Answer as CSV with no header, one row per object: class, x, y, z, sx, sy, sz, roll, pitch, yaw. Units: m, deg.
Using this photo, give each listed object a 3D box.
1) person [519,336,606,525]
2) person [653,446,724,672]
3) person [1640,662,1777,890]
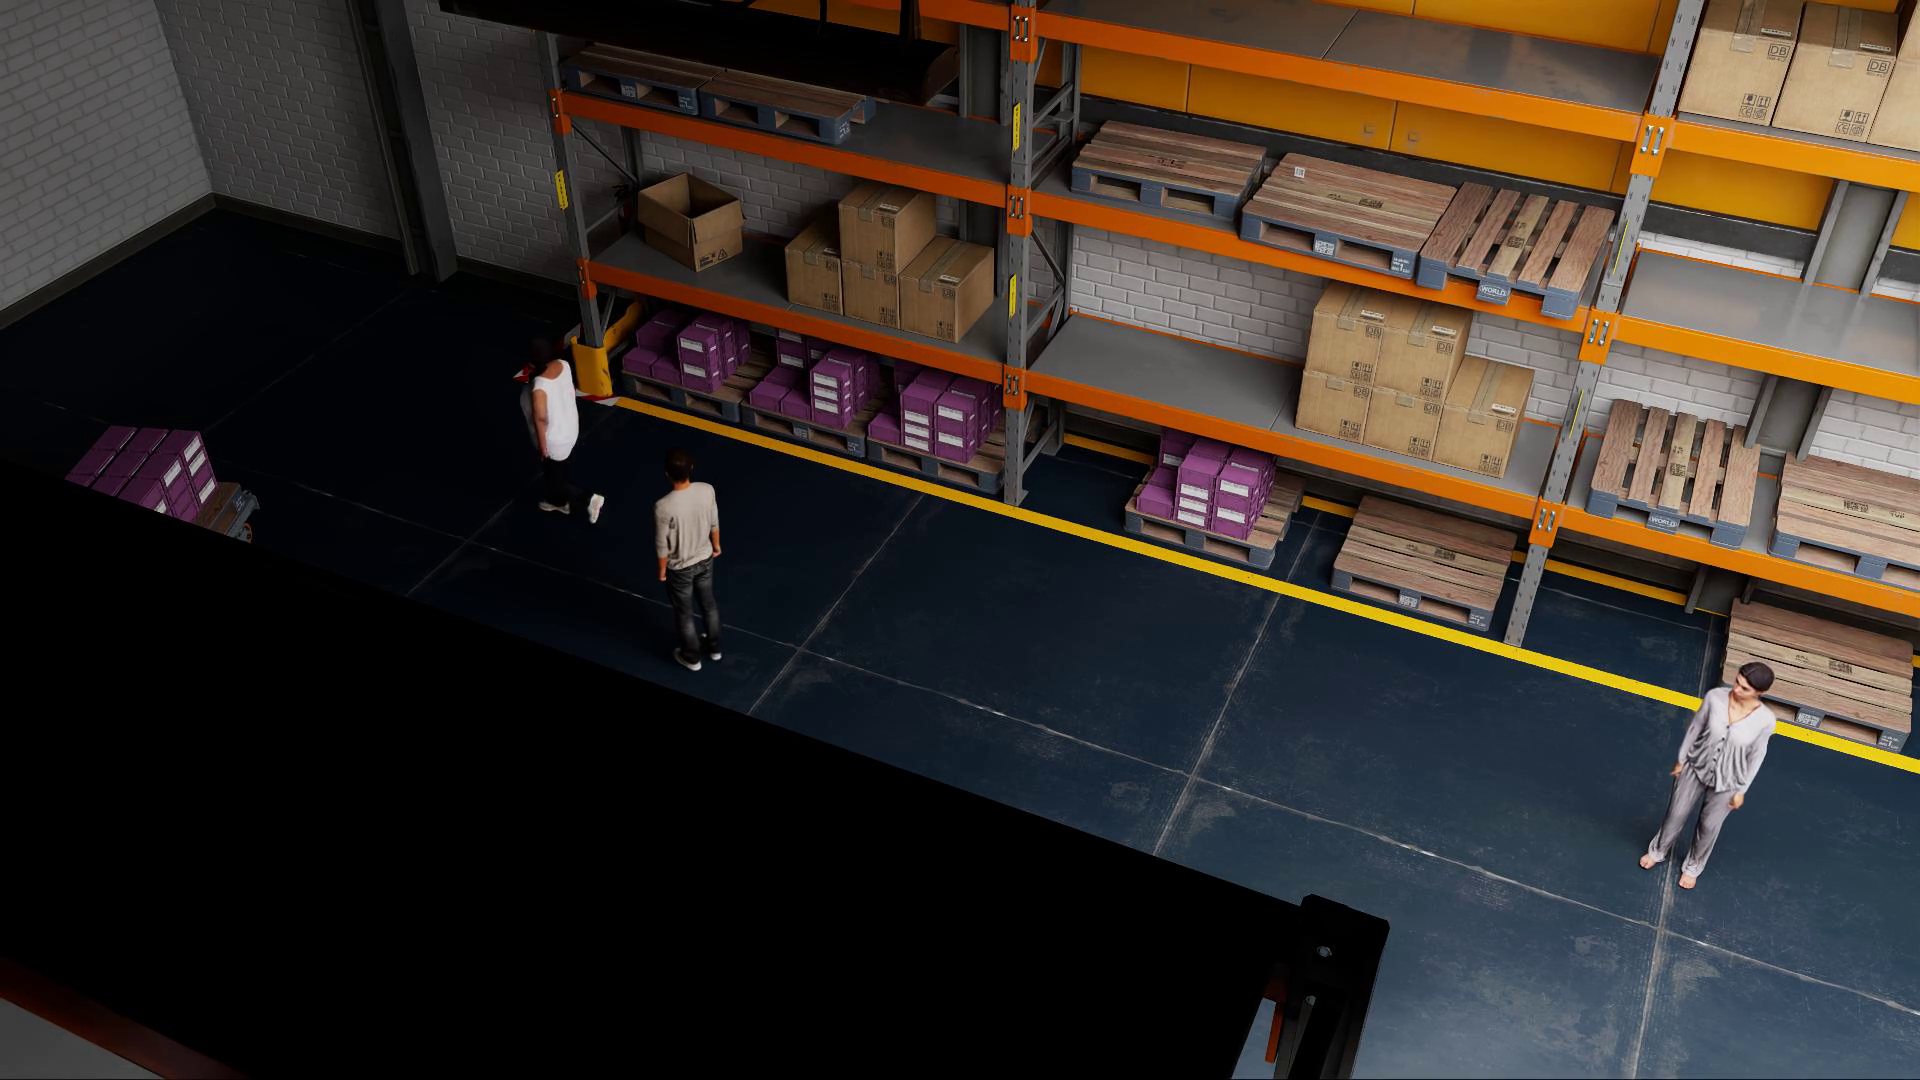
person,-3.094,-0.812,12.804,0.941,1.670,0.745,10,40,12
person,-1.860,0.143,11.498,0.726,1.806,0.695,-28,46,-30
person,4.524,1.384,9.971,0.552,1.773,0.702,28,46,30
